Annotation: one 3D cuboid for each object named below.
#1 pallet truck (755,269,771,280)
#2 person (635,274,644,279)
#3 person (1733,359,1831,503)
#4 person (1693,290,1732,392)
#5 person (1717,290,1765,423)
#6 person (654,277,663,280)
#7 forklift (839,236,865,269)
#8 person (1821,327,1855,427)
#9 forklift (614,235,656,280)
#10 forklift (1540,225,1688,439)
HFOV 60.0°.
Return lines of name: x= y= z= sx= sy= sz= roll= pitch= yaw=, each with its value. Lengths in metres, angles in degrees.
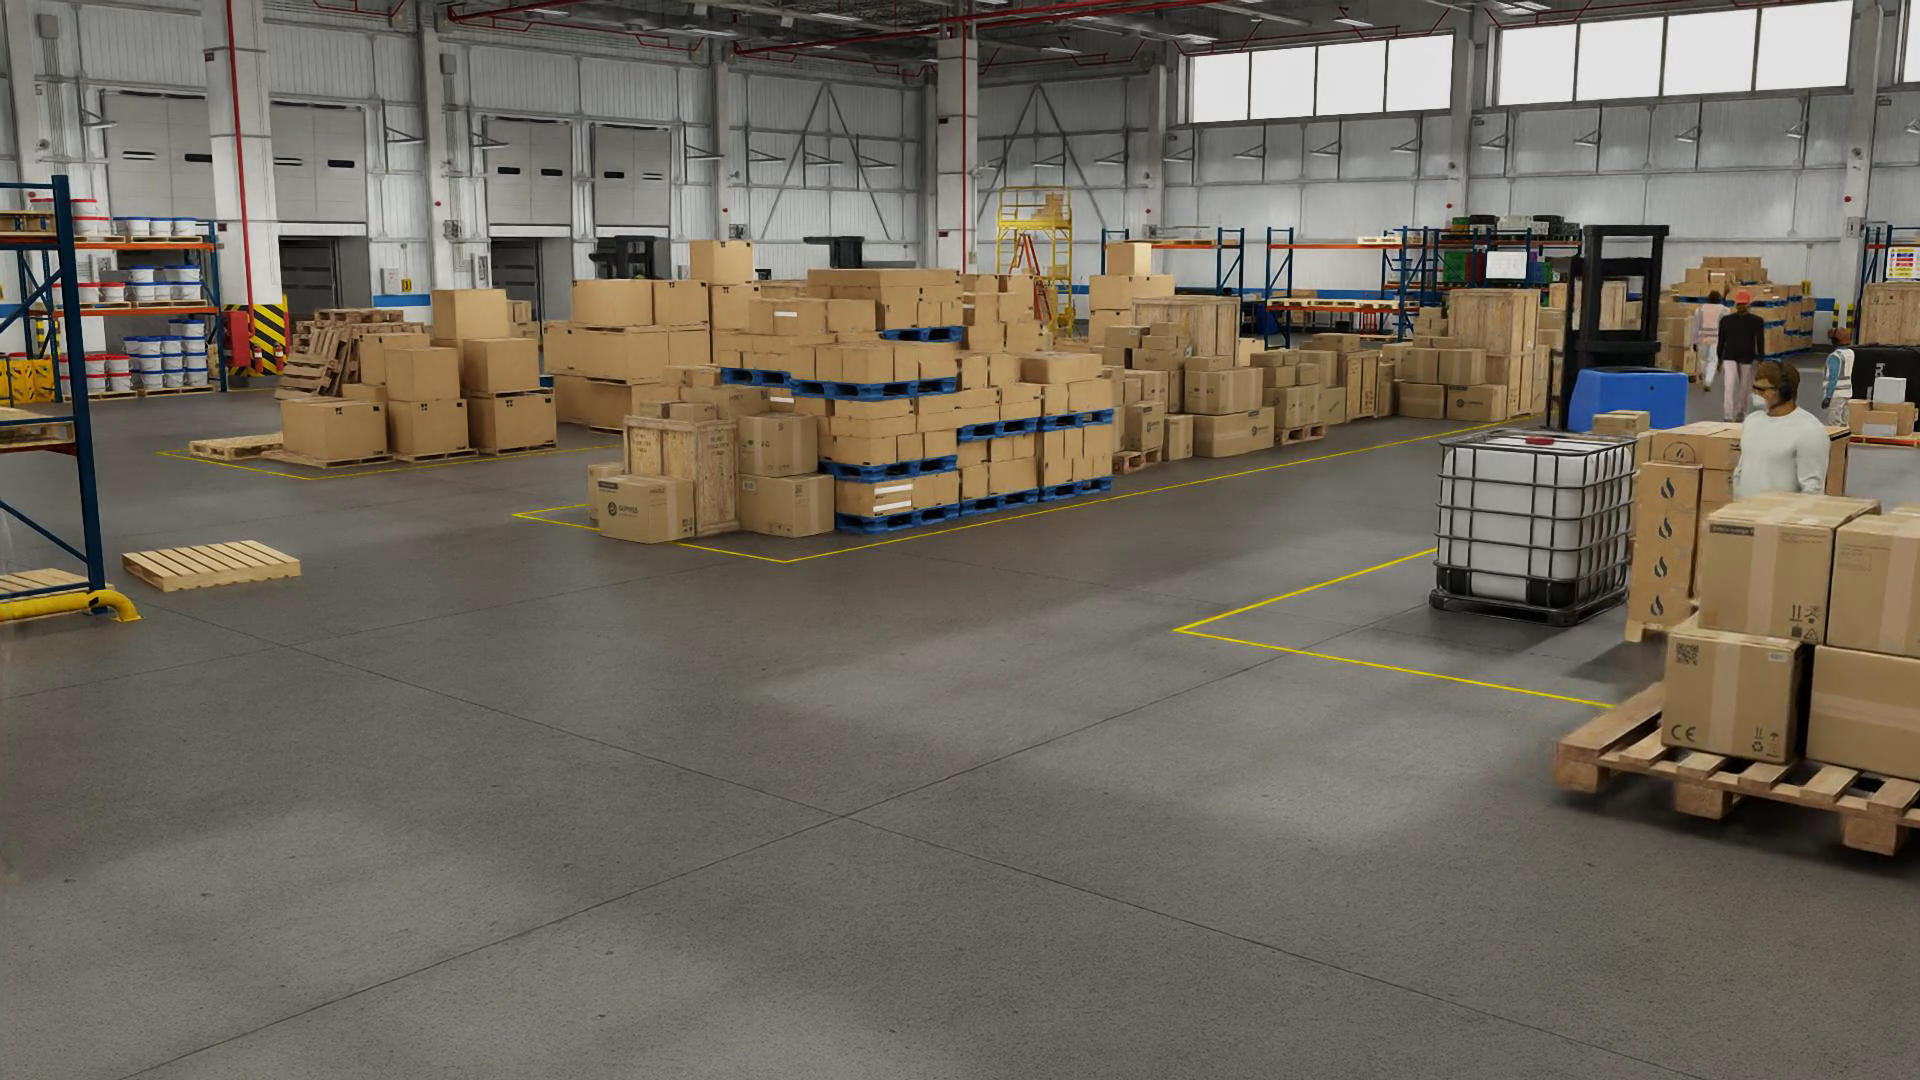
pallet truck: x=-4.996 y=-6.432 z=45.525 sx=1.885 sy=1.965 sz=0.823 roll=-6 pitch=12 yaw=-32
person: x=-7.535 y=-5.301 z=39.288 sx=0.368 sy=1.927 sz=0.587 roll=8 pitch=13 yaw=38
person: x=4.566 y=-0.050 z=9.374 sx=0.370 sy=1.934 sz=0.627 roll=-2 pitch=10 yaw=-12
person: x=13.391 y=-3.543 z=29.643 sx=0.626 sy=1.816 sz=0.908 roll=7 pitch=12 yaw=33
person: x=11.289 y=-2.641 z=24.061 sx=0.624 sy=1.962 sz=0.963 roll=5 pitch=11 yaw=27
person: x=-6.506 y=-4.725 z=36.015 sx=0.636 sy=1.930 sz=0.372 roll=-4 pitch=11 yaw=-24
forklift: x=-2.565 y=-5.836 z=39.619 sx=1.873 sy=2.768 sz=1.129 roll=2 pitch=10 yaw=14
person: x=10.196 y=-1.653 z=19.340 sx=0.513 sy=1.639 sz=0.311 roll=-9 pitch=13 yaw=-40
forklift: x=-7.246 y=-5.443 z=37.381 sx=1.873 sy=2.768 sz=1.129 roll=8 pitch=13 yaw=39
forklift: x=8.042 y=-2.444 z=20.307 sx=1.129 sy=2.768 sz=1.873 roll=0 pitch=10 yaw=0
